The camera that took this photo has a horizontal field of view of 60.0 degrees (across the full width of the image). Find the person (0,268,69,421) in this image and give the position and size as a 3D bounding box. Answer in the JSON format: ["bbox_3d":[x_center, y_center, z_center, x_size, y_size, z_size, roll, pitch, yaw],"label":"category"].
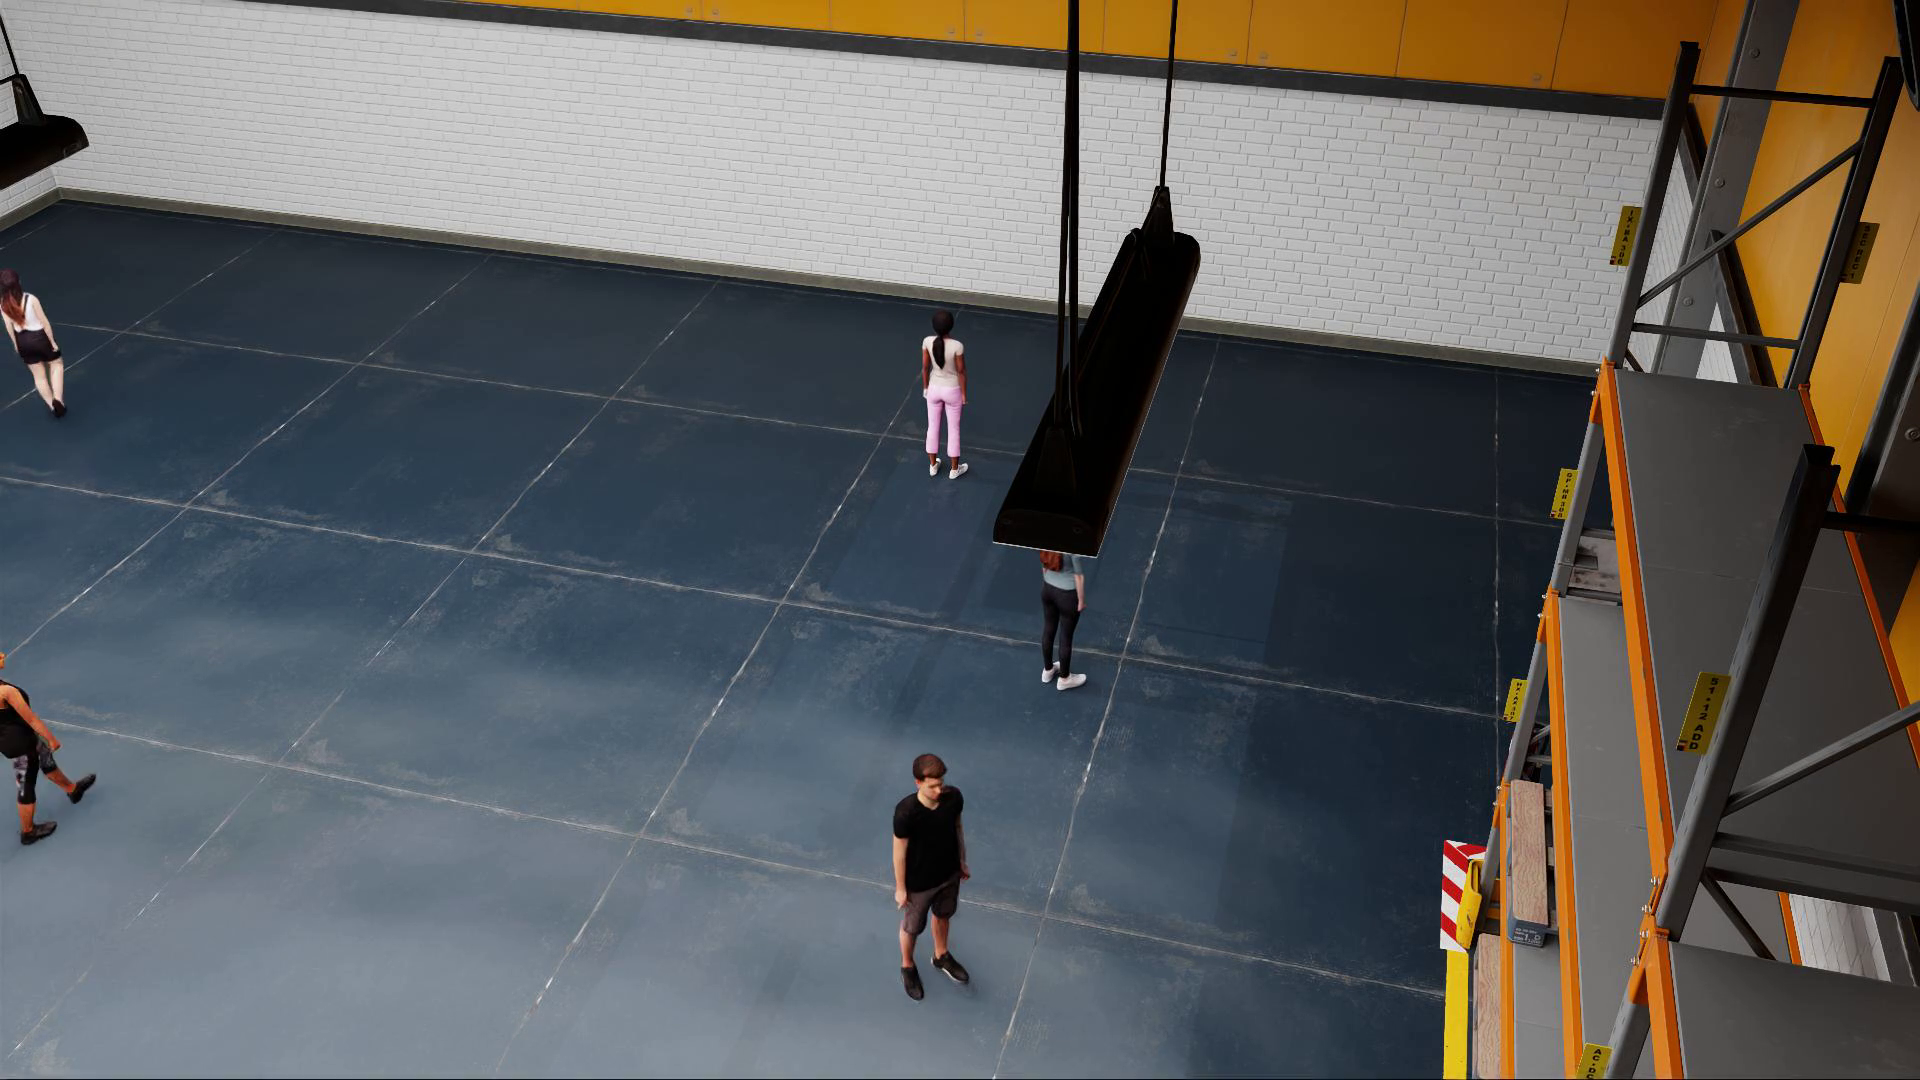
[{"bbox_3d":[-9.284,-1.914,16.651,0.673,1.639,0.692,-7,34,-10],"label":"person"}]

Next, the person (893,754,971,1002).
[{"bbox_3d":[-0.197,2.067,10.461,0.763,1.862,0.839,-20,39,-28],"label":"person"}]

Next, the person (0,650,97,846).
[{"bbox_3d":[-6.652,1.440,11.601,0.763,1.644,0.989,18,38,25],"label":"person"}]

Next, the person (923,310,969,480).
[{"bbox_3d":[-0.148,-1.395,15.777,0.603,1.741,0.530,12,35,17],"label":"person"}]

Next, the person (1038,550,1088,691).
[{"bbox_3d":[0.796,0.416,13.053,0.700,1.743,0.670,-27,42,-34],"label":"person"}]
